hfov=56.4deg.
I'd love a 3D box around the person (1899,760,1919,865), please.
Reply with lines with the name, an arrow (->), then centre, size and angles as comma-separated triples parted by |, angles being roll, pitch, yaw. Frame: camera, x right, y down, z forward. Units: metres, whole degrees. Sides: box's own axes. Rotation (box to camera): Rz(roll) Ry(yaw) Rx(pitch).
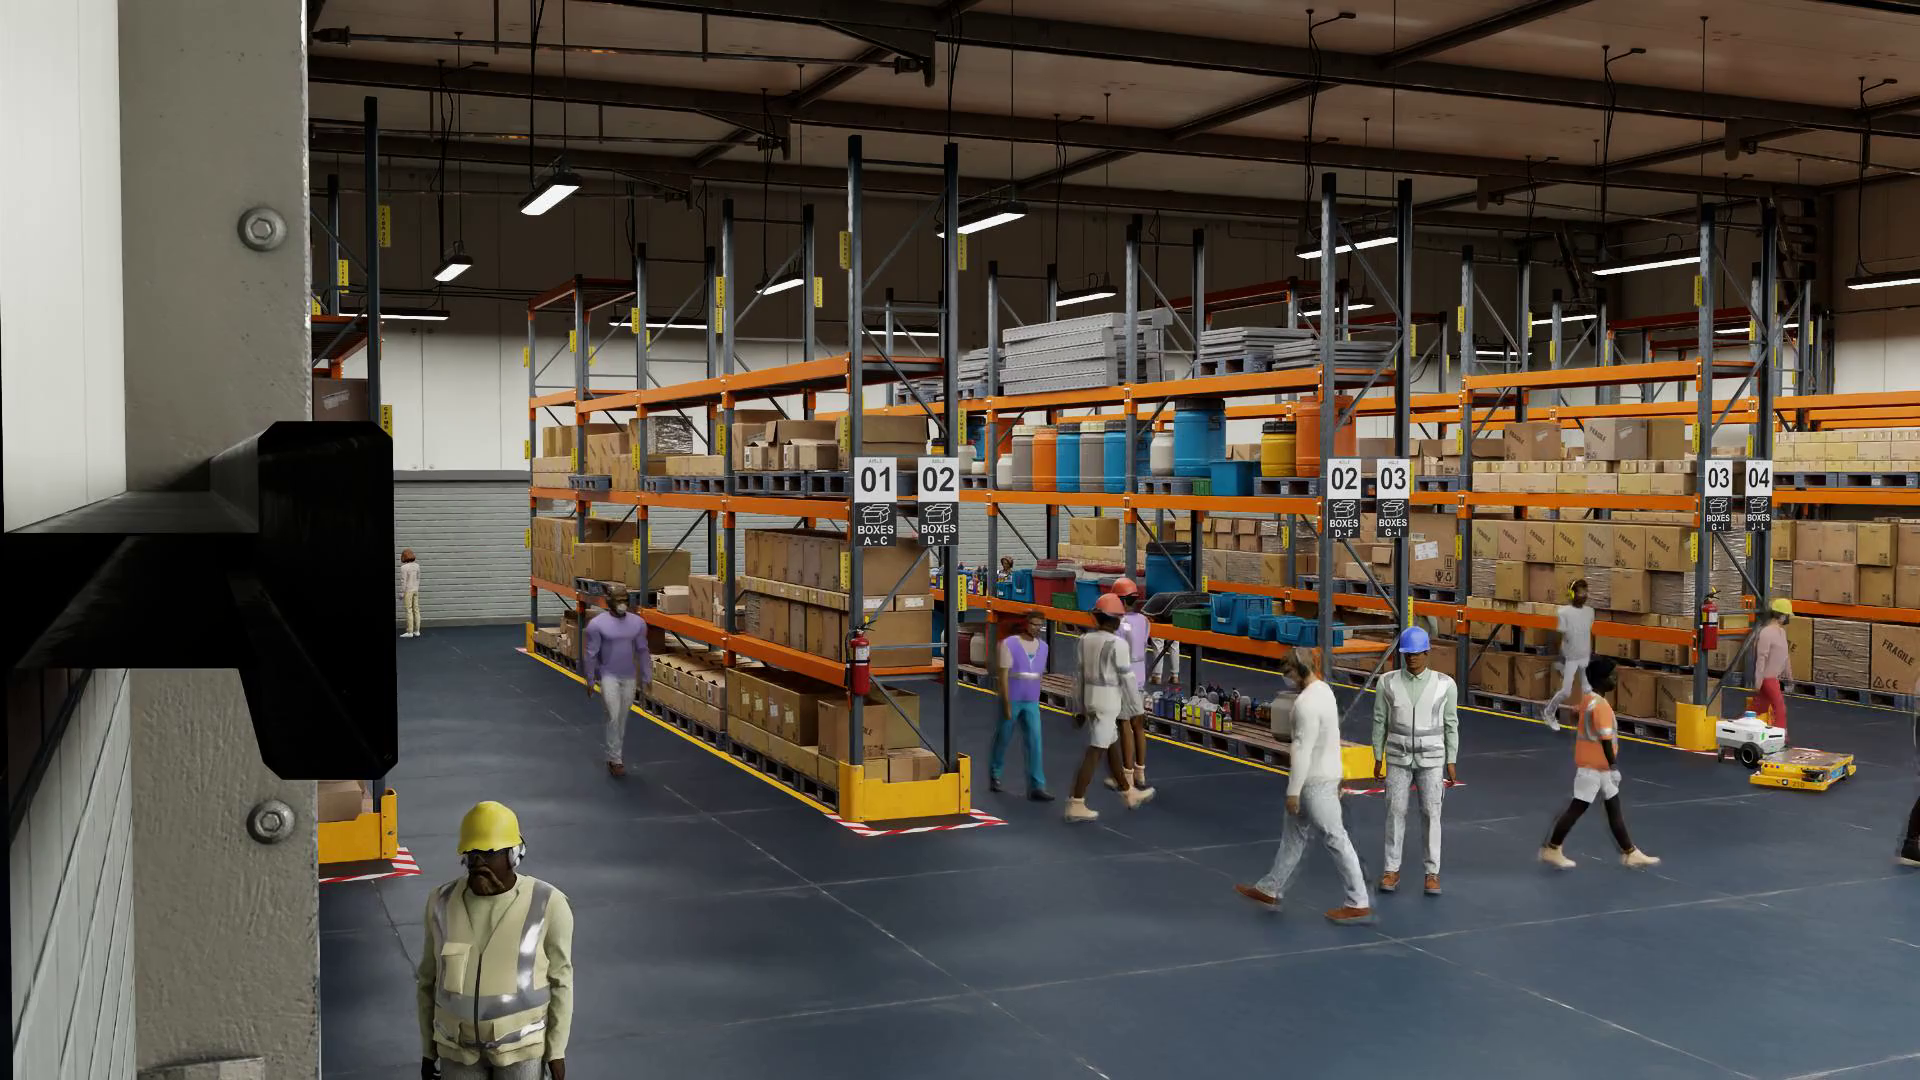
person -> 7.649, 1.584, 13.642 | 0.964, 1.916, 0.626 | 2, 3, 43

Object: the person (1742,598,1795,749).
person -> 8.709, 1.479, 19.348 | 0.851, 1.720, 0.558 | 2, 3, 42

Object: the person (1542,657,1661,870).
person -> 4.898, 1.718, 13.748 | 0.888, 1.646, 0.545 | 0, 2, 13

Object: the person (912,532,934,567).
person -> -0.810, 0.802, 34.032 | 0.628, 1.942, 1.017 | 1, 2, 23

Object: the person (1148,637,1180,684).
person -> 2.937, 1.158, 25.910 | 0.624, 1.844, 0.430 | -1, 2, -18

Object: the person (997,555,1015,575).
person -> 0.794, 1.080, 30.549 | 0.513, 1.639, 0.311 | 0, 2, 6

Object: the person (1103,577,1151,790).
person -> 1.600, 1.385, 17.383 | 0.381, 2.045, 0.605 | 2, 3, 35

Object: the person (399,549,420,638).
person -> -10.185, 0.983, 33.139 | 0.279, 1.633, 0.499 | 1, 2, 20

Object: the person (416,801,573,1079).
person -> -1.765, 1.896, 6.766 | 0.592, 1.833, 0.404 | 0, 2, 2

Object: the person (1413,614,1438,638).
person -> 7.480, 1.113, 28.770 | 0.505, 1.716, 0.760 | -1, 2, -25

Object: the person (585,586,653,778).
person -> -3.392, 1.423, 18.044 | 0.651, 1.909, 0.799 | -2, 3, -36

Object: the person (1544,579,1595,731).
person -> 7.059, 1.356, 20.697 | 0.531, 1.845, 0.826 | -1, 2, -16

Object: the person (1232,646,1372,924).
person -> 2.351, 1.666, 12.328 | 1.057, 1.860, 0.664 | 1, 2, 18

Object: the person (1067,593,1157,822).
person -> 1.355, 1.470, 15.876 | 1.062, 1.980, 0.627 | -1, 2, -29

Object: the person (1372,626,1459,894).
person -> 3.316, 1.598, 13.067 | 0.616, 1.945, 0.404 | 1, 2, 19

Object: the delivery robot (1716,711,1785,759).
delivery robot -> 8.283, 2.039, 18.787 | 0.477, 0.478, 0.707 | -1, 2, -20

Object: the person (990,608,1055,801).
person -> 0.560, 1.531, 17.005 | 0.591, 1.789, 0.991 | -1, 2, -27

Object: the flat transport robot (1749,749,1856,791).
flat transport robot -> 8.374, 2.264, 17.770 | 0.652, 0.197, 1.431 | 2, 3, 39
